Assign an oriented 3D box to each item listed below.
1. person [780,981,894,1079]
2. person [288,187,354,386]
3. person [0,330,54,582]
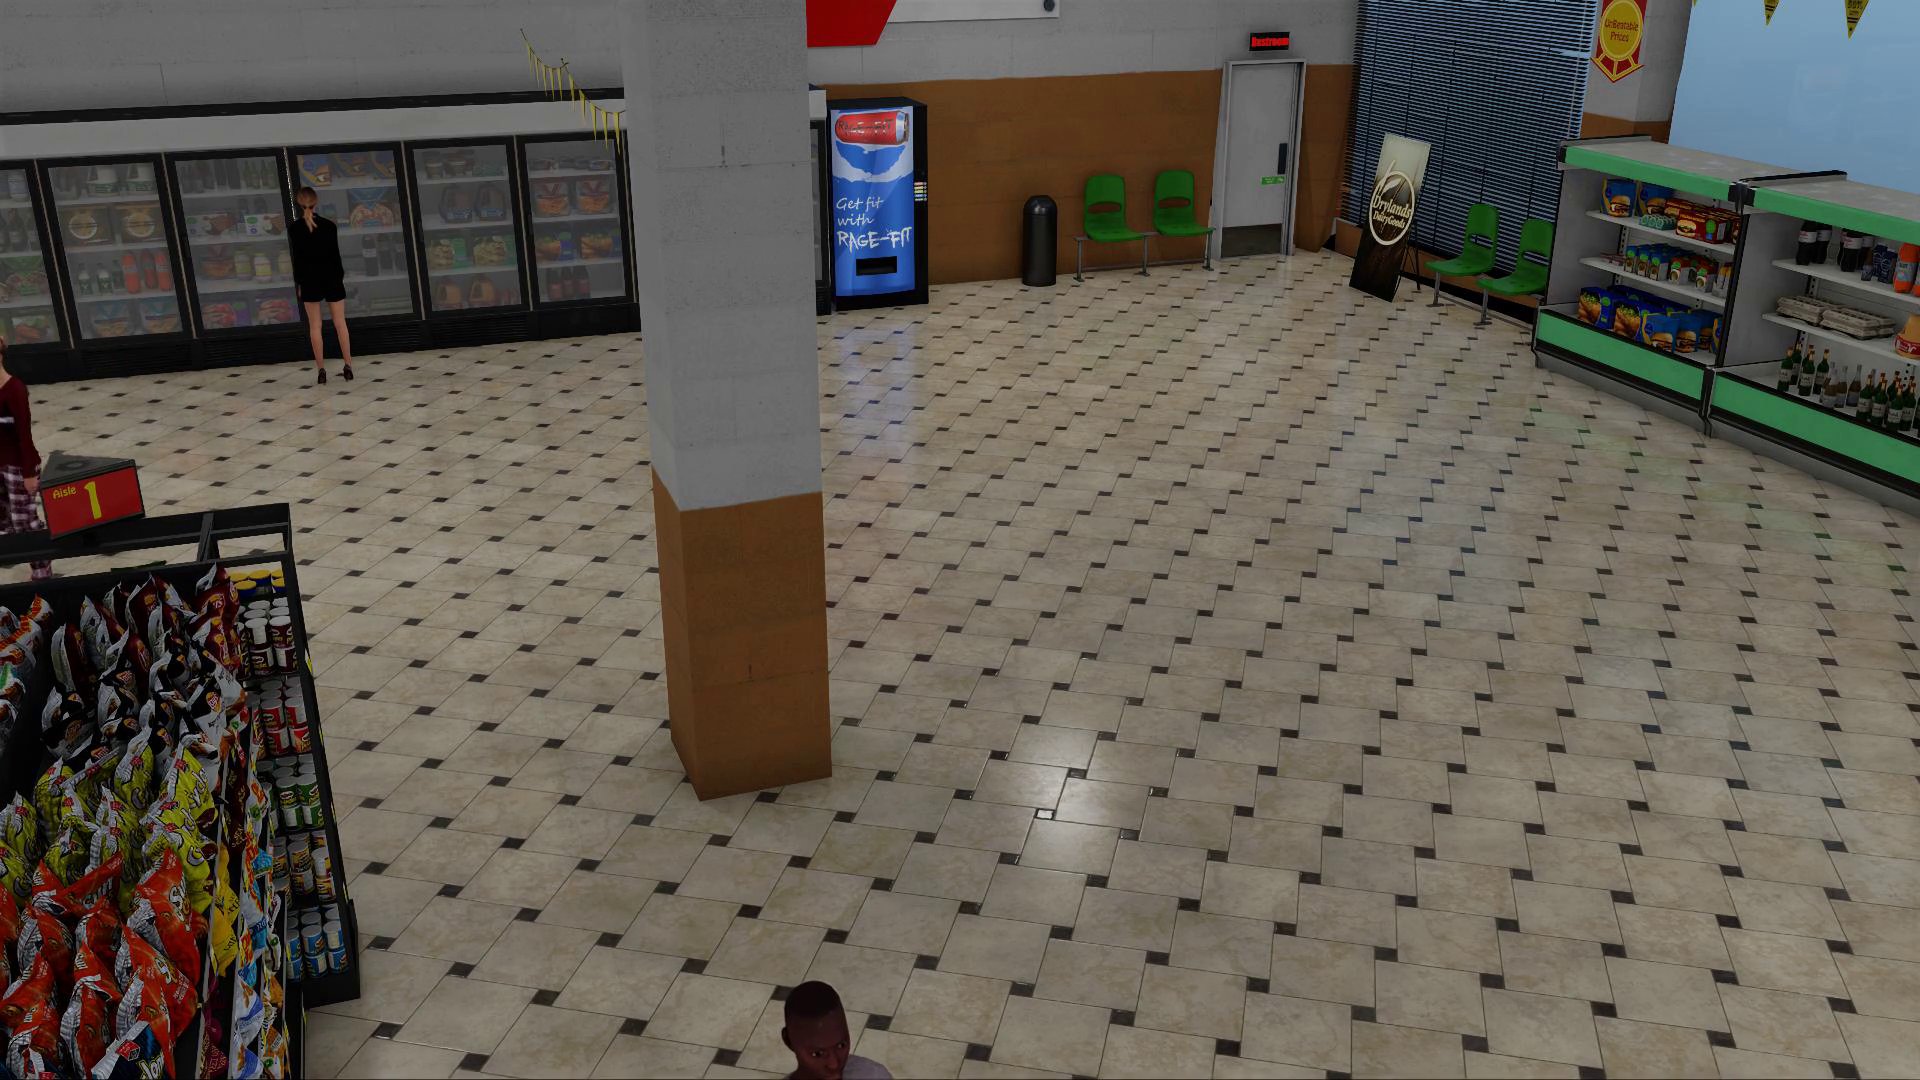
[{"bbox_3d":[-0.355,1.917,4.445,0.663,1.772,0.616,-15,26,-32],"label":"person"},{"bbox_3d":[-5.724,-2.275,14.882,0.599,1.768,0.541,-11,24,-25],"label":"person"},{"bbox_3d":[-5.965,-0.513,10.600,0.793,1.692,0.855,12,25,28],"label":"person"}]
